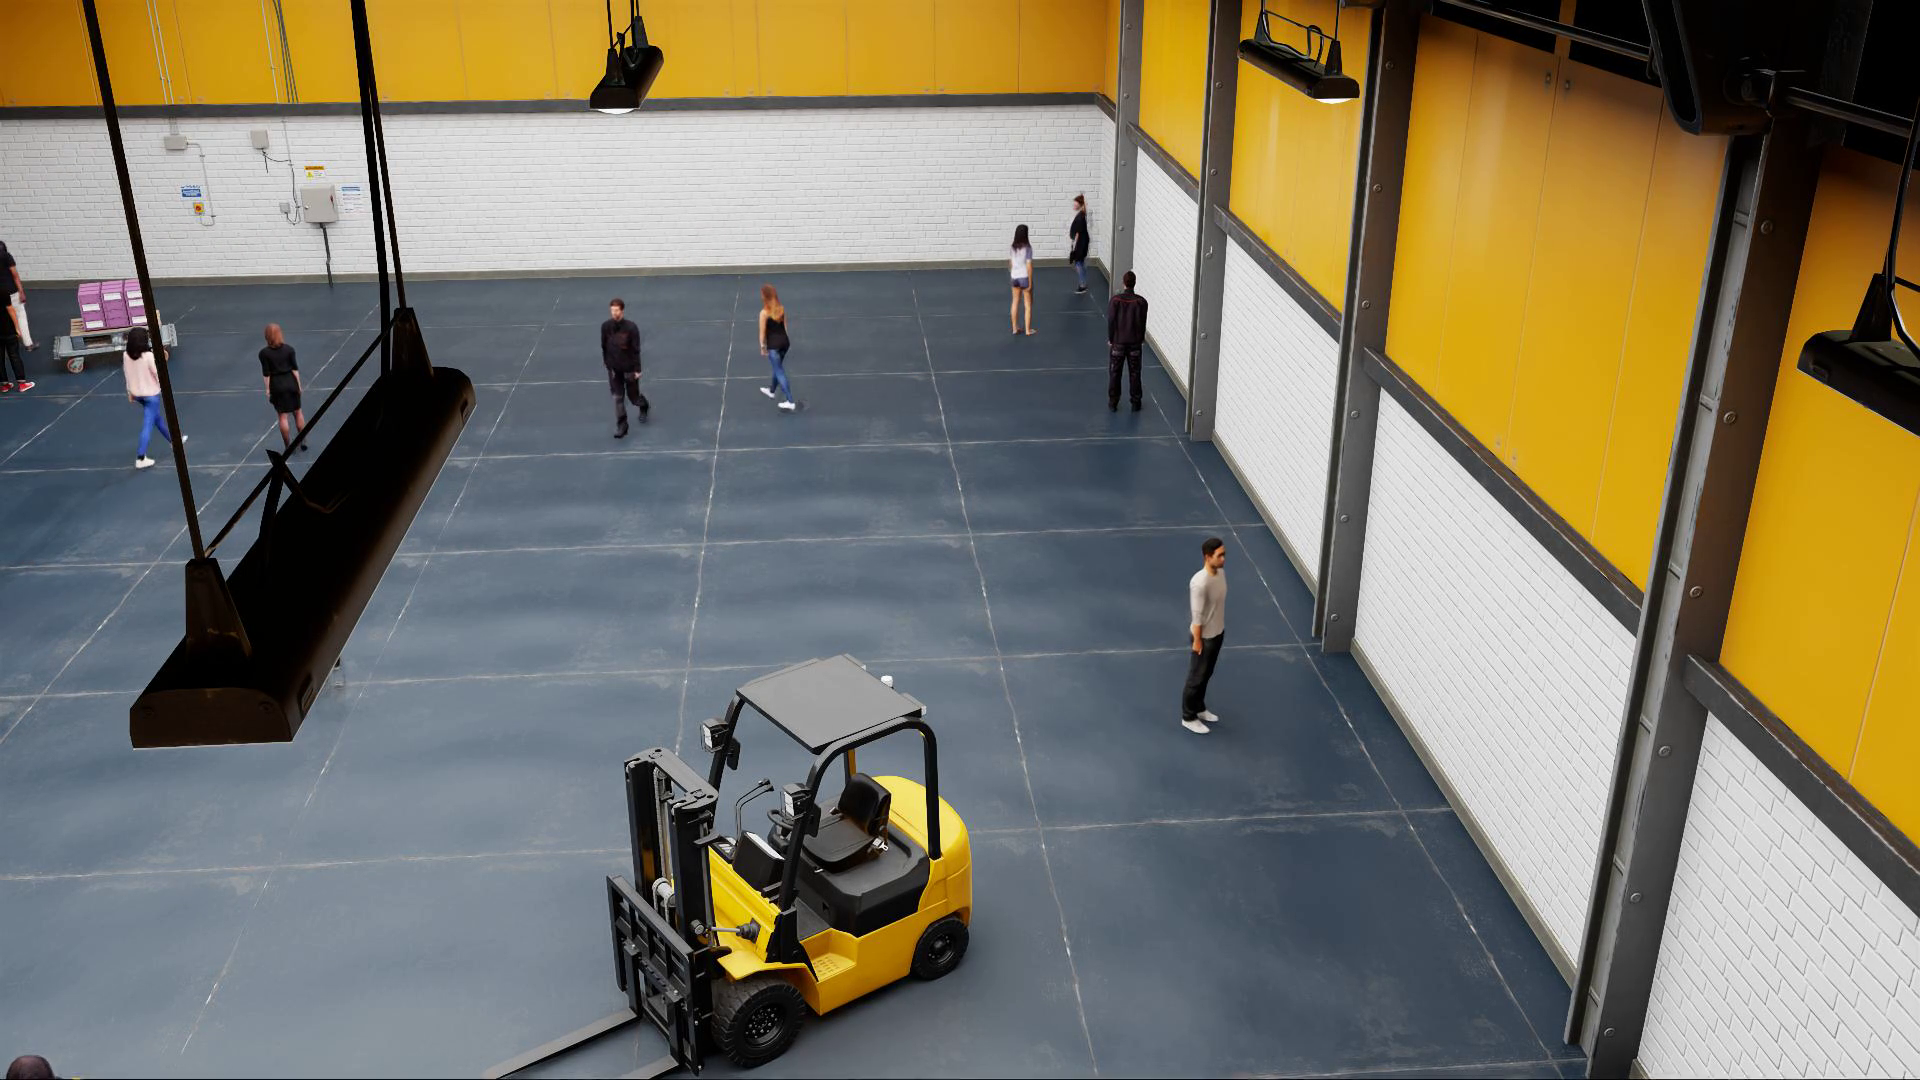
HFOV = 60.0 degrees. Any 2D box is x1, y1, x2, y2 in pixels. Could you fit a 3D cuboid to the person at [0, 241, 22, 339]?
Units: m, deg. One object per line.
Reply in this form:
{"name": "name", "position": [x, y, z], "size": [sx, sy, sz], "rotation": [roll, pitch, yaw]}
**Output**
{"name": "person", "position": [-14.752, -4.011, 25.632], "size": [0.839, 1.834, 0.841], "rotation": [13, 27, 28]}

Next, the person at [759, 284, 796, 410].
{"name": "person", "position": [-2.434, -2.594, 22.599], "size": [1.061, 1.668, 1.023], "rotation": [18, 29, 35]}

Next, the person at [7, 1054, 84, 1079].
{"name": "person", "position": [-4.758, 3.415, 8.866], "size": [1.026, 1.658, 0.877], "rotation": [7, 25, 15]}

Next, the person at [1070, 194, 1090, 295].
{"name": "person", "position": [2.048, -5.053, 28.204], "size": [0.825, 1.684, 0.562], "rotation": [7, 25, 16]}

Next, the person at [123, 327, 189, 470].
{"name": "person", "position": [-10.096, -1.718, 20.541], "size": [1.015, 1.712, 1.263], "rotation": [9, 25, 20]}

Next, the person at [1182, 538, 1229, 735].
{"name": "person", "position": [2.153, 0.811, 14.633], "size": [0.794, 1.810, 0.691], "rotation": [14, 27, 29]}

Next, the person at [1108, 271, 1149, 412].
{"name": "person", "position": [2.256, -2.693, 22.519], "size": [0.717, 1.914, 0.623], "rotation": [2, 24, 4]}

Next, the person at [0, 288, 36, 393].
{"name": "person", "position": [-13.432, -2.946, 23.293], "size": [0.624, 1.757, 0.524], "rotation": [-2, 24, -3]}

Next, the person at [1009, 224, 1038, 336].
{"name": "person", "position": [0.928, -4.045, 25.837], "size": [0.693, 1.733, 0.742], "rotation": [16, 28, 33]}

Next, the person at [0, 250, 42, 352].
{"name": "person", "position": [-14.355, -3.709, 24.983], "size": [0.701, 1.801, 0.671], "rotation": [1, 24, 1]}

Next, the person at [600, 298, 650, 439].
{"name": "person", "position": [-4.354, -2.261, 21.651], "size": [0.910, 1.818, 1.107], "rotation": [5, 24, 12]}

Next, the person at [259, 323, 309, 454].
{"name": "person", "position": [-8.524, -1.907, 20.980], "size": [0.656, 1.706, 0.644], "rotation": [-14, 27, -28]}
